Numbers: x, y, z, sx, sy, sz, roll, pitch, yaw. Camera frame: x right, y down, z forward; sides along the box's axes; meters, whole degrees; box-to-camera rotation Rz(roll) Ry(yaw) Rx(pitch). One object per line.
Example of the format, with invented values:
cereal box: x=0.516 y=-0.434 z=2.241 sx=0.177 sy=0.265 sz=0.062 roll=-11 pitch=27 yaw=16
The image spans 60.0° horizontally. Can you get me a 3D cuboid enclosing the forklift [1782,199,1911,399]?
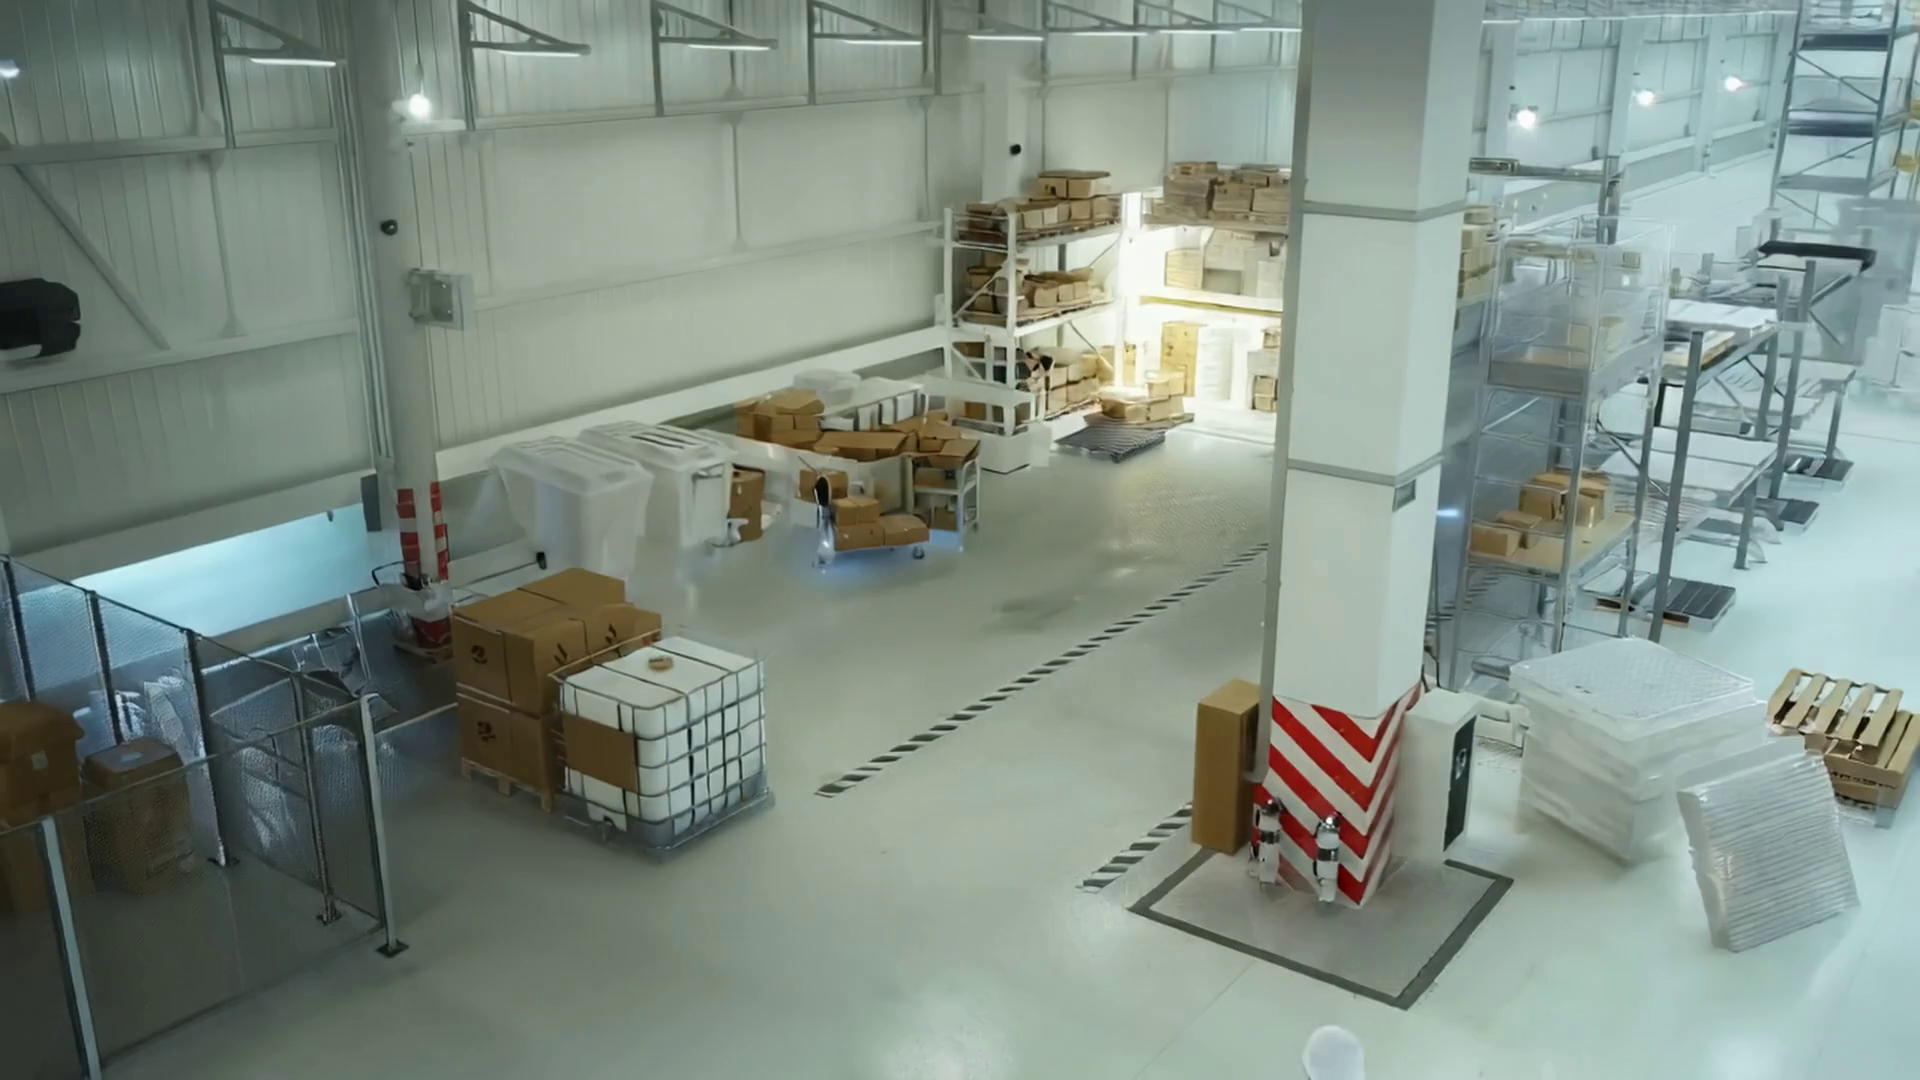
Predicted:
forklift: x=13.450 y=-3.685 z=24.898 sx=1.129 sy=2.768 sz=1.873 roll=-1 pitch=18 yaw=-4

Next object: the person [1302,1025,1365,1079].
person: x=1.433 y=2.786 z=6.602 sx=0.567 sy=1.923 sz=0.496 roll=-2 pitch=18 yaw=-7
